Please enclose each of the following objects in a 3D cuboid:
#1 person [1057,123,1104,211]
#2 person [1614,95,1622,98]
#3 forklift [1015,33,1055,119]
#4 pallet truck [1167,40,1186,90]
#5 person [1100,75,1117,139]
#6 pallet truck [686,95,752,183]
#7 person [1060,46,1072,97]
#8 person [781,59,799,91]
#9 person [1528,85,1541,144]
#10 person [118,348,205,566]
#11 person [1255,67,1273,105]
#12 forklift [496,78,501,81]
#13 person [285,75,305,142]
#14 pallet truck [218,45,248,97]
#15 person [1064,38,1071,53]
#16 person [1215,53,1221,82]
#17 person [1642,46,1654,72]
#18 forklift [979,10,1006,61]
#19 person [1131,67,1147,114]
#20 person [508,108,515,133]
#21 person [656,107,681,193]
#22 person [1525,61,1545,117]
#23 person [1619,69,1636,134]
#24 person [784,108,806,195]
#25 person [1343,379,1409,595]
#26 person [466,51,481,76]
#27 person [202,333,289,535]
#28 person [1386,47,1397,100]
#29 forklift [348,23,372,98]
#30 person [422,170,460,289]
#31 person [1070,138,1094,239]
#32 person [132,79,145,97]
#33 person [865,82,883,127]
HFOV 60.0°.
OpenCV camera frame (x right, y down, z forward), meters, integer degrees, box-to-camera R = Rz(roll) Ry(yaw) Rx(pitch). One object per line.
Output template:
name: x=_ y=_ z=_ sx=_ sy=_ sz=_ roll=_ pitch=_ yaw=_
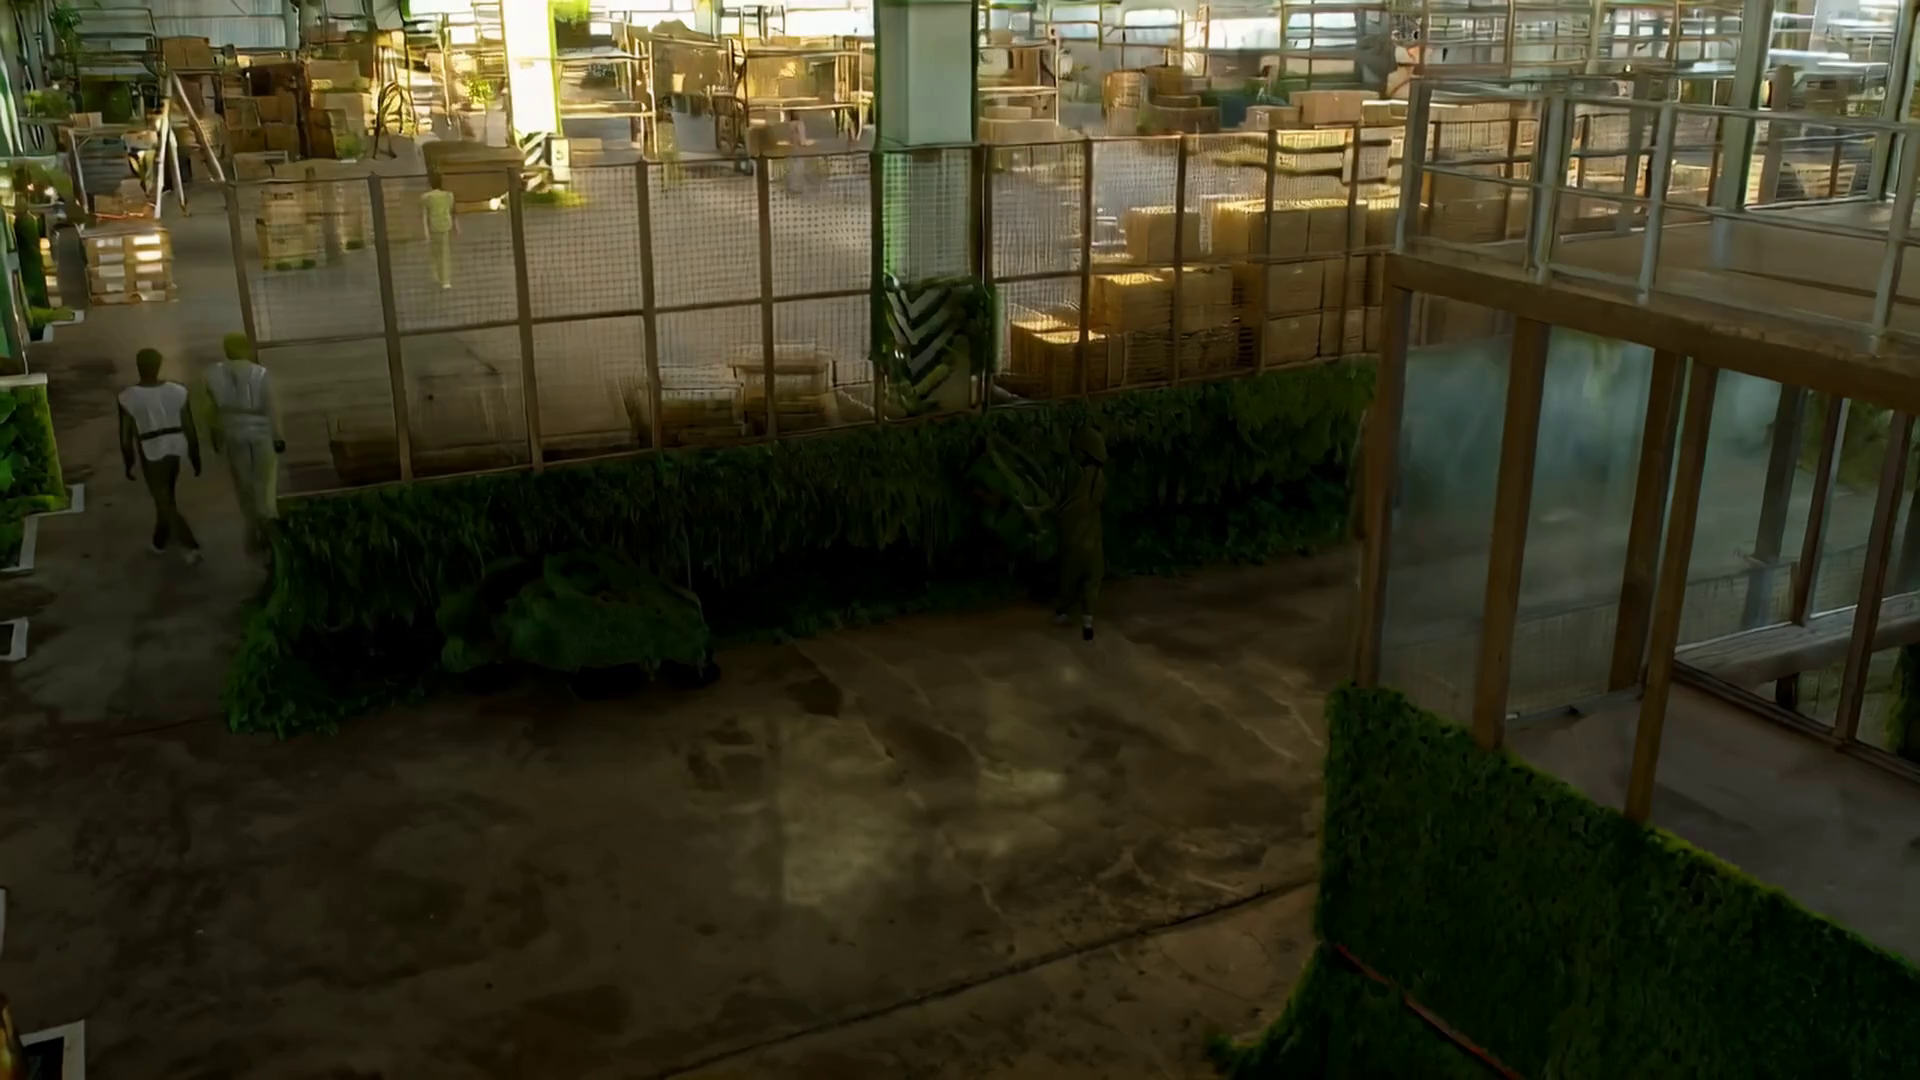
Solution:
person: x=2.594 y=-7.865 z=35.073 sx=1.033 sy=1.827 sz=0.567 roll=10 pitch=22 yaw=27
person: x=16.341 y=-10.213 z=41.768 sx=0.505 sy=1.889 sz=0.575 roll=11 pitch=22 yaw=29
forklift: x=2.193 y=-15.552 z=55.752 sx=1.873 sy=2.768 sz=1.129 roll=-9 pitch=21 yaw=-25
pallet truck: x=9.045 y=-19.971 z=69.895 sx=0.823 sy=1.965 sz=1.885 roll=-3 pitch=19 yaw=-8
person: x=4.439 y=-12.940 z=49.731 sx=0.512 sy=1.859 sz=0.321 roll=13 pitch=23 yaw=34
pallet truck: x=-5.836 y=-9.608 z=39.856 sx=0.823 sy=1.965 sz=1.885 roll=10 pitch=22 yaw=27
person: x=4.215 y=-18.587 z=65.972 sx=0.368 sy=1.940 sz=0.632 roll=15 pitch=24 yaw=36
person: x=-6.021 y=-16.113 z=58.966 sx=0.654 sy=1.825 sz=0.443 roll=1 pitch=19 yaw=3
person: x=16.635 y=-12.316 z=48.158 sx=0.537 sy=1.695 sz=0.320 roll=-14 pitch=24 yaw=-35
person: x=-6.818 y=-0.707 z=14.272 sx=0.939 sy=1.864 sz=0.612 roll=14 pitch=24 yaw=35
person: x=9.644 y=-14.049 z=52.857 sx=0.995 sy=1.911 sz=0.625 roll=13 pitch=23 yaw=34
forklift: x=-16.280 y=-17.529 z=61.485 sx=1.873 sy=2.768 sz=1.129 roll=-9 pitch=21 yaw=-25
person: x=-19.491 y=-12.661 z=48.831 sx=0.421 sy=1.910 sz=0.594 roll=14 pitch=24 yaw=35
pallet truck: x=-28.879 y=-18.665 z=66.111 sx=0.823 sy=1.965 sz=1.885 roll=-3 pitch=19 yaw=-9
person: x=5.095 y=-22.963 z=79.022 sx=0.317 sy=1.695 sz=0.540 roll=6 pitch=20 yaw=17
person: x=11.461 y=-21.539 z=74.530 sx=0.546 sy=1.939 sz=0.375 roll=17 pitch=25 yaw=40
person: x=28.654 y=-19.658 z=69.339 sx=0.313 sy=1.768 sz=0.528 roll=-11 pitch=22 yaw=-28
forklift: x=1.963 y=-25.268 z=83.916 sx=1.873 sy=2.768 sz=1.129 roll=-9 pitch=21 yaw=-25
person: x=6.319 y=-15.652 z=57.944 sx=0.526 sy=1.619 sz=0.622 roll=-18 pitch=26 yaw=-41
person: x=-10.833 y=-10.046 z=41.269 sx=0.667 sy=1.901 sz=0.631 roll=-15 pitch=24 yaw=-37
person: x=-6.619 y=-8.851 z=37.783 sx=0.588 sy=1.922 sz=0.395 roll=14 pitch=24 yaw=35
person: x=19.247 y=-15.056 z=55.736 sx=0.627 sy=1.941 sz=0.373 roll=6 pitch=20 yaw=17
person: x=20.366 y=-13.303 z=50.575 sx=0.634 sy=1.985 sz=1.031 roll=4 pitch=19 yaw=11
person: x=-3.722 y=-8.741 z=37.442 sx=0.518 sy=1.925 sz=0.639 roll=9 pitch=21 yaw=24
person: x=3.413 y=-0.470 z=13.617 sx=0.603 sy=1.833 sz=0.533 roll=-15 pitch=24 yaw=-37
person: x=-19.960 y=-19.237 z=68.288 sx=0.547 sy=1.640 sz=0.882 roll=0 pitch=19 yaw=0
person: x=-6.448 y=-0.934 z=14.995 sx=0.679 sy=1.836 sz=0.528 roll=1 pitch=19 yaw=2
person: x=16.652 y=-17.942 z=64.020 sx=0.399 sy=1.989 sz=0.623 roll=4 pitch=19 yaw=10
forklift: x=-23.321 y=-18.655 z=64.747 sx=1.129 sy=2.768 sz=1.873 roll=17 pitch=26 yaw=41
person: x=-8.302 y=-4.978 z=26.659 sx=0.503 sy=1.850 sz=0.580 roll=0 pitch=19 yaw=-1
person: x=2.303 y=-6.636 z=31.433 sx=0.354 sy=1.877 sz=0.574 roll=-16 pitch=24 yaw=-38
person: x=-25.367 y=-13.403 z=51.416 sx=0.522 sy=1.633 sz=0.315 roll=6 pitch=20 yaw=17
person: x=-2.237 y=-11.101 z=44.118 sx=0.535 sy=2.000 sz=0.685 roll=-1 pitch=19 yaw=-3
